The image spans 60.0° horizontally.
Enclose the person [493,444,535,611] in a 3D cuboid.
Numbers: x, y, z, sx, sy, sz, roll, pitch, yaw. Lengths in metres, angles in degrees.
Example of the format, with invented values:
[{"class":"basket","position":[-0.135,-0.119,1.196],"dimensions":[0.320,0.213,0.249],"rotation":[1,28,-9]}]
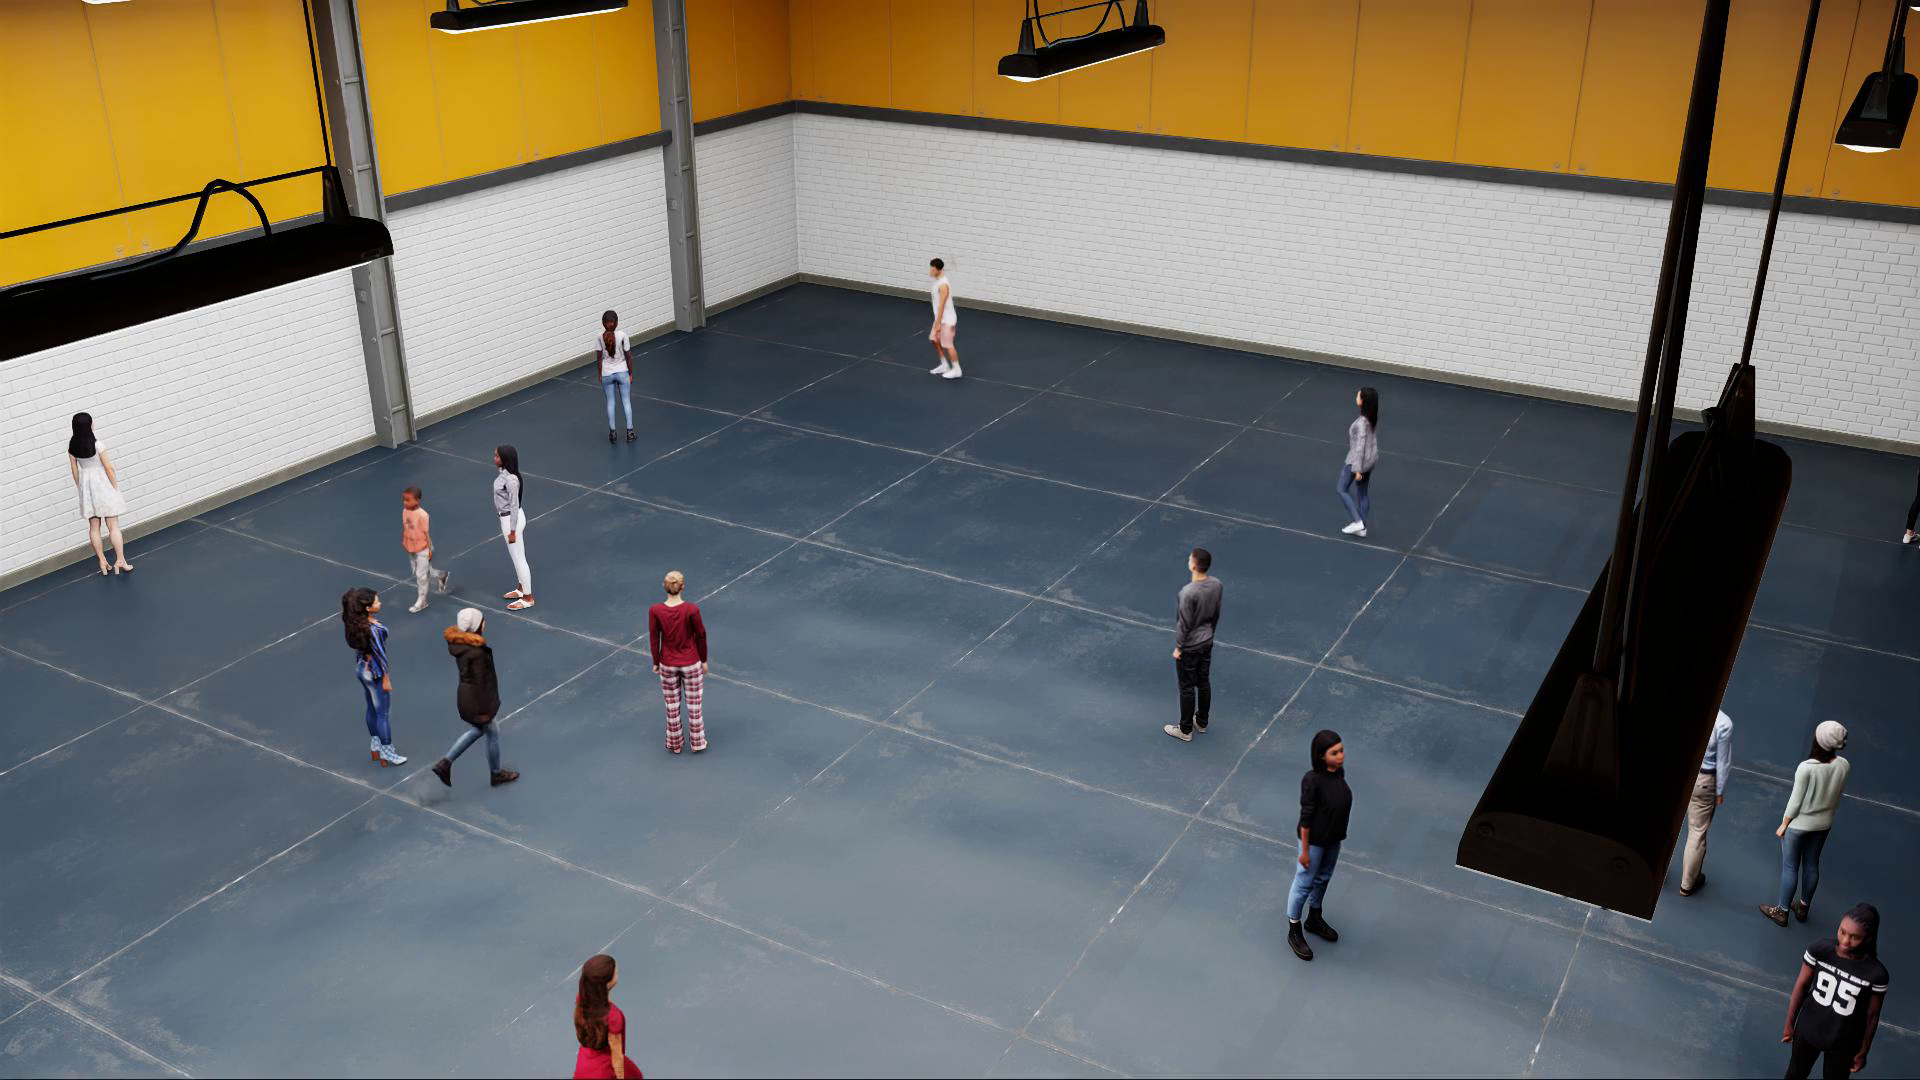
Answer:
[{"class":"person","position":[-4.490,-0.155,16.684],"dimensions":[0.713,1.725,0.677],"rotation":[-9,25,-19]}]

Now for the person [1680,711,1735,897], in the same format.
[{"class":"person","position":[5.346,1.751,12.169],"dimensions":[0.647,1.848,0.611],"rotation":[15,28,31]}]

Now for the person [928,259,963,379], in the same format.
[{"class":"person","position":[-0.154,-3.115,23.441],"dimensions":[0.894,1.736,0.834],"rotation":[-1,24,-3]}]

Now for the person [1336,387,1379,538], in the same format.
[{"class":"person","position":[4.475,-0.826,18.227],"dimensions":[0.729,1.718,0.581],"rotation":[19,30,36]}]

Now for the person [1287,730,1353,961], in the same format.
[{"class":"person","position":[2.500,2.086,11.585],"dimensions":[0.582,1.701,0.700],"rotation":[-19,30,-36]}]

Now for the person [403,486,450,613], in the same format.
[{"class":"person","position":[-5.394,0.054,16.743],"dimensions":[0.484,1.294,0.786],"rotation":[14,27,29]}]

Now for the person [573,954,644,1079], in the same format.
[{"class":"person","position":[-2.105,3.074,9.545],"dimensions":[0.532,1.525,0.969],"rotation":[13,27,28]}]

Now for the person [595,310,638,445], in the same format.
[{"class":"person","position":[-4.374,-2.081,21.096],"dimensions":[0.662,1.719,0.690],"rotation":[-2,24,-6]}]

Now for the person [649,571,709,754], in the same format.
[{"class":"person","position":[-2.362,1.019,14.030],"dimensions":[0.686,1.698,0.690],"rotation":[-1,24,-3]}]

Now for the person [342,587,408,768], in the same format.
[{"class":"person","position":[-4.888,1.127,13.886],"dimensions":[0.667,1.616,0.674],"rotation":[-17,29,-34]}]

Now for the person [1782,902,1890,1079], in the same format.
[{"class":"person","position":[5.083,2.886,9.722],"dimensions":[0.655,1.729,0.615],"rotation":[20,30,38]}]

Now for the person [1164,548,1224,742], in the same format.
[{"class":"person","position":[2.020,0.883,14.264],"dimensions":[0.606,1.761,0.748],"rotation":[-18,29,-35]}]

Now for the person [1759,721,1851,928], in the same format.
[{"class":"person","position":[6.046,2.002,11.848],"dimensions":[0.640,1.645,0.693],"rotation":[-5,24,-12]}]

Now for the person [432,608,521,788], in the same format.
[{"class":"person","position":[-3.971,1.316,13.450],"dimensions":[1.010,1.619,0.832],"rotation":[-16,28,-33]}]

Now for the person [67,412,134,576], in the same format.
[{"class":"person","position":[-9.013,-0.489,17.386],"dimensions":[0.762,1.773,0.789],"rotation":[1,24,2]}]
